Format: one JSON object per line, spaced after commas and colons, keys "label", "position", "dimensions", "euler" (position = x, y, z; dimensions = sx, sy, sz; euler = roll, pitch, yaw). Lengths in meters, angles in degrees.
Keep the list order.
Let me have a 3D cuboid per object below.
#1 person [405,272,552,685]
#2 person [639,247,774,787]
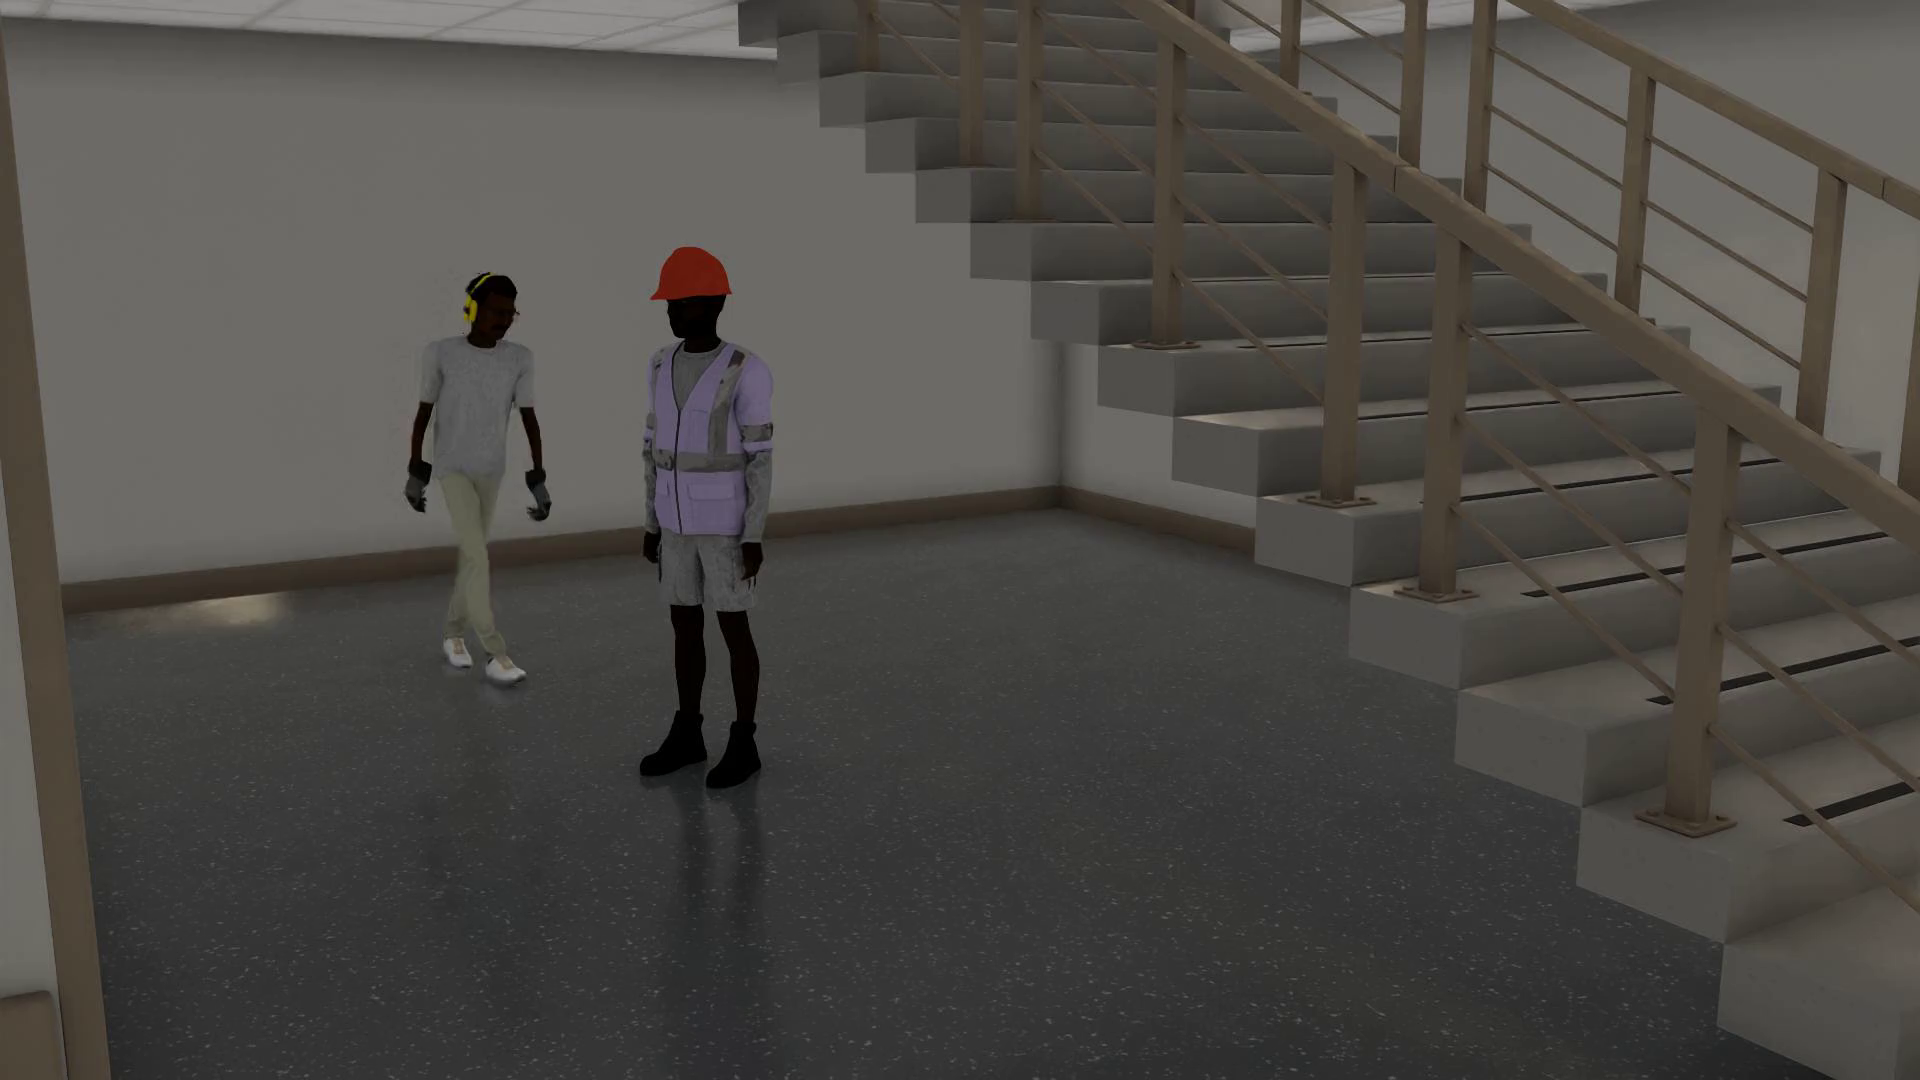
{"label": "person", "position": [-2.130, -0.269, 7.394], "dimensions": [0.526, 1.795, 0.901], "euler": [-9, 14, -39]}
{"label": "person", "position": [-0.931, -0.074, 5.999], "dimensions": [0.542, 1.939, 0.361], "euler": [6, 12, 29]}
